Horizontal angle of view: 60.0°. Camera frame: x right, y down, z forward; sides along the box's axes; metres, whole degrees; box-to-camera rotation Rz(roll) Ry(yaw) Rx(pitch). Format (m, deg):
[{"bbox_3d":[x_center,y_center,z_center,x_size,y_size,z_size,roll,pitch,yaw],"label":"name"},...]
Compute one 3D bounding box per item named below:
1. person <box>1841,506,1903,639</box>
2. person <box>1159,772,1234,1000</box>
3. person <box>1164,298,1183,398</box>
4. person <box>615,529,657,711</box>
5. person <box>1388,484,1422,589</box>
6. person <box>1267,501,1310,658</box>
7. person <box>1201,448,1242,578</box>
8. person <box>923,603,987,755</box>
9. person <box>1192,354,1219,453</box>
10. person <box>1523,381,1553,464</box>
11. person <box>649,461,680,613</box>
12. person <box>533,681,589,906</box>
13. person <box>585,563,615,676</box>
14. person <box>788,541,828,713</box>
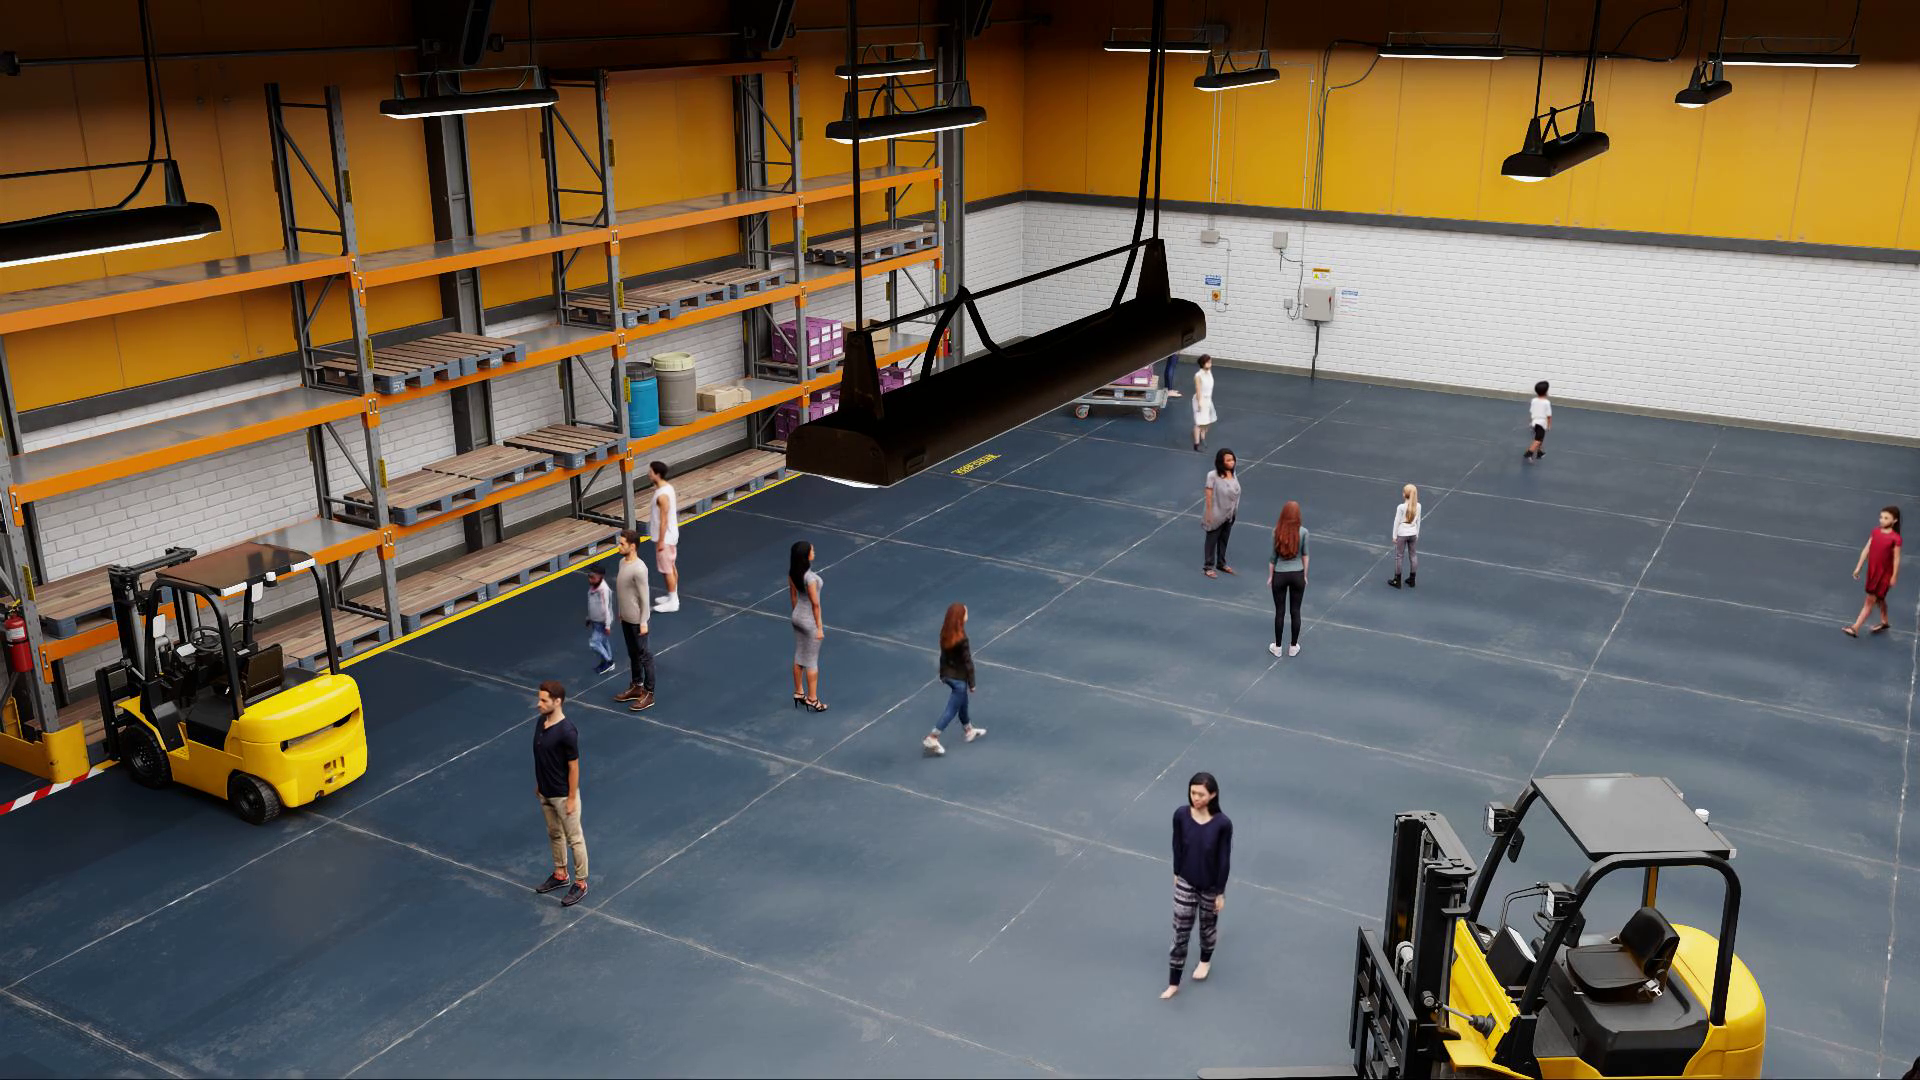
[{"bbox_3d":[10.306,0.355,18.541,1.113,1.509,0.967,-7,20,-21],"label":"person"},{"bbox_3d":[1.782,2.435,12.054,0.668,1.707,0.968,8,20,22],"label":"person"},{"bbox_3d":[3.756,-3.422,29.394,0.712,1.739,0.622,-1,19,-3],"label":"person"},{"bbox_3d":[-3.263,0.779,16.719,0.695,1.867,0.734,-15,24,-37],"label":"person"},{"bbox_3d":[5.411,-0.052,20.116,0.567,1.275,0.622,-4,19,-11],"label":"person"},{"bbox_3d":[3.547,0.420,17.982,0.659,1.742,0.666,2,19,6],"label":"person"},{"bbox_3d":[3.207,-0.362,20.511,0.705,1.610,0.791,-15,24,-37],"label":"person"},{"bbox_3d":[-0.091,1.320,15.755,1.055,1.458,0.858,-11,22,-30],"label":"person"},{"bbox_3d":[3.716,-2.138,25.885,0.694,1.547,0.562,14,23,36],"label":"person"},{"bbox_3d":[8.803,-1.784,25.306,0.919,1.245,0.714,-13,22,-33],"label":"person"},{"bbox_3d":[-3.415,-0.051,19.308,0.794,1.788,0.692,-1,19,-3],"label":"person"},{"bbox_3d":[-3.176,1.974,13.185,0.664,1.859,0.574,15,24,37],"label":"person"},{"bbox_3d":[-3.733,0.822,17.567,0.660,1.246,0.620,-8,20,-22],"label":"person"},{"bbox_3d":[-1.541,0.855,16.628,0.632,1.781,0.651,-14,23,-36],"label":"person"}]
